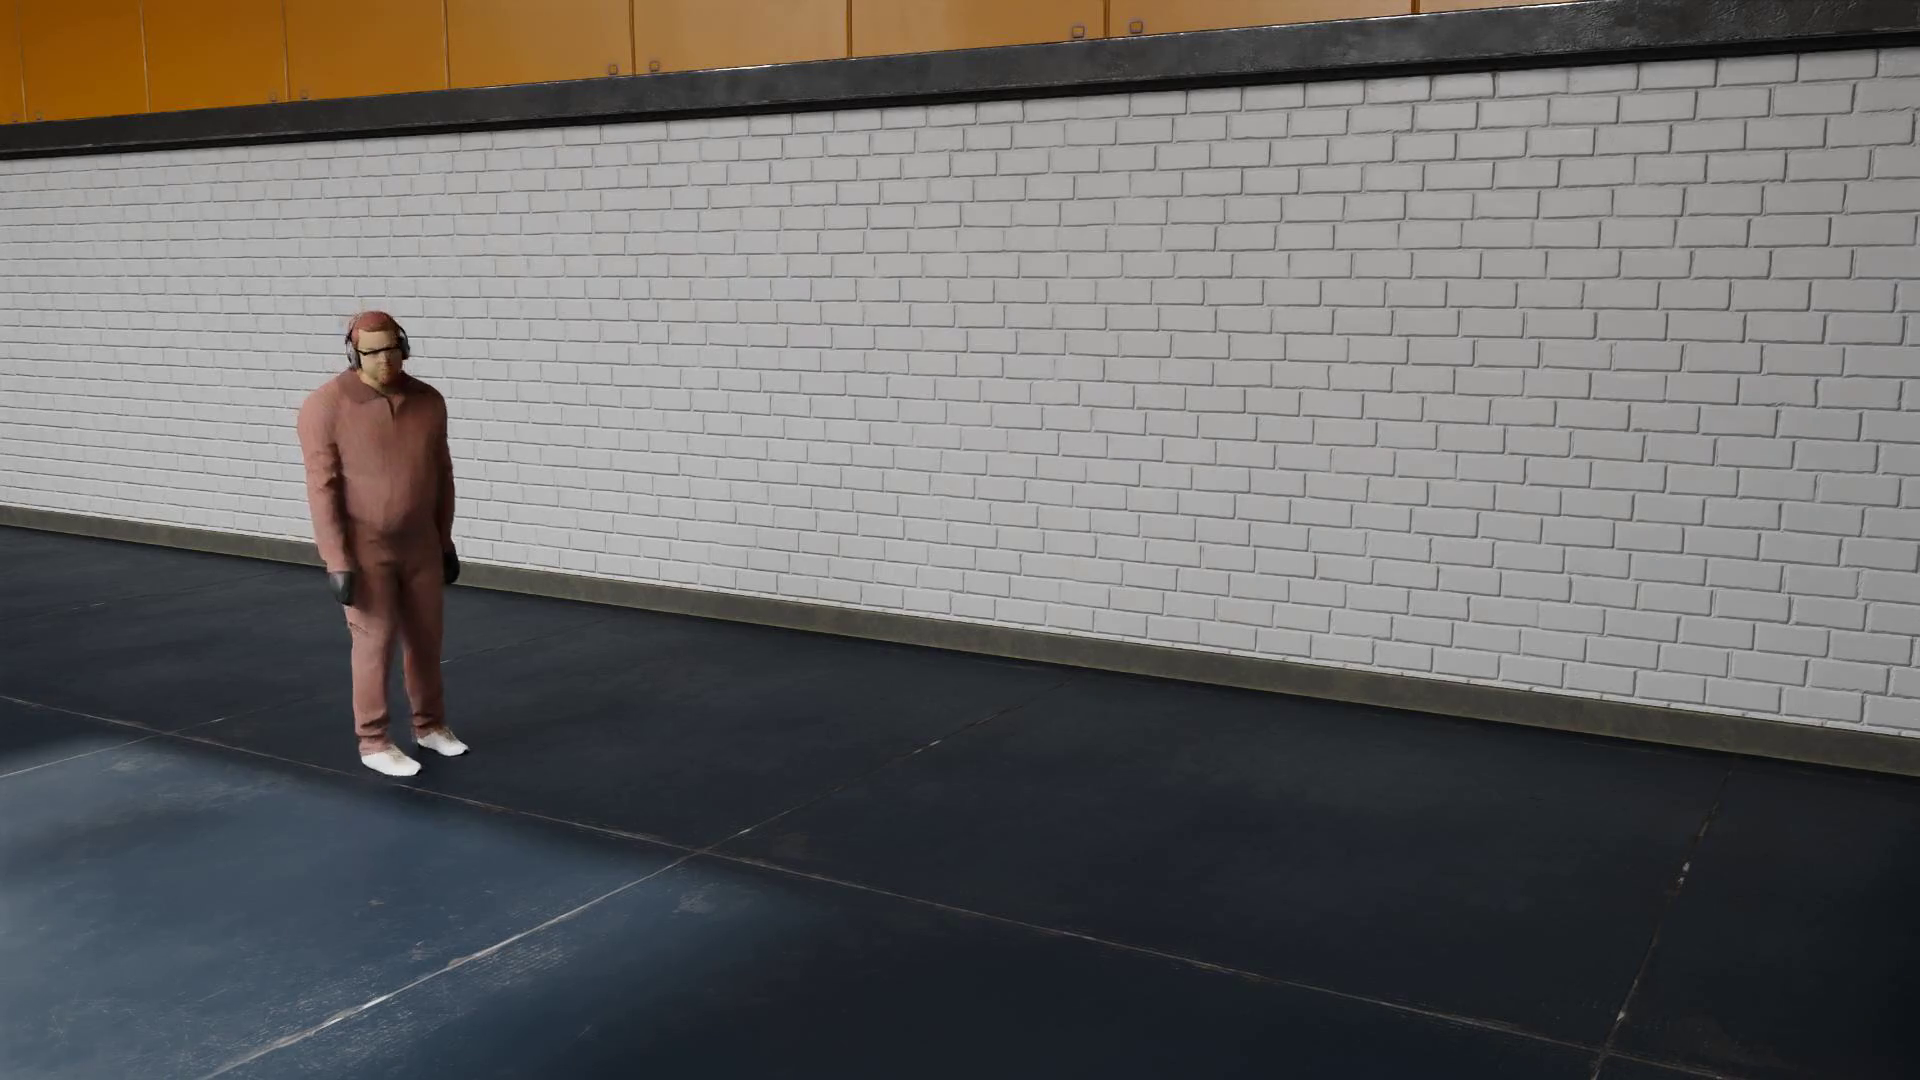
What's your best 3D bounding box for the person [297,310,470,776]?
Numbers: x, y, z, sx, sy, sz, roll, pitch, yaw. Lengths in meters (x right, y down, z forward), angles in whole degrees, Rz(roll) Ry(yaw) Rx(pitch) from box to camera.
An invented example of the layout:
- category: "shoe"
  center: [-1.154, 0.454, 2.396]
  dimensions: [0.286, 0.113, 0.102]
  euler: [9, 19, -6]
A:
- category: "person"
  center: [-2.303, 0.020, 6.720]
  dimensions: [0.433, 1.867, 0.651]
  euler: [7, 12, 39]
